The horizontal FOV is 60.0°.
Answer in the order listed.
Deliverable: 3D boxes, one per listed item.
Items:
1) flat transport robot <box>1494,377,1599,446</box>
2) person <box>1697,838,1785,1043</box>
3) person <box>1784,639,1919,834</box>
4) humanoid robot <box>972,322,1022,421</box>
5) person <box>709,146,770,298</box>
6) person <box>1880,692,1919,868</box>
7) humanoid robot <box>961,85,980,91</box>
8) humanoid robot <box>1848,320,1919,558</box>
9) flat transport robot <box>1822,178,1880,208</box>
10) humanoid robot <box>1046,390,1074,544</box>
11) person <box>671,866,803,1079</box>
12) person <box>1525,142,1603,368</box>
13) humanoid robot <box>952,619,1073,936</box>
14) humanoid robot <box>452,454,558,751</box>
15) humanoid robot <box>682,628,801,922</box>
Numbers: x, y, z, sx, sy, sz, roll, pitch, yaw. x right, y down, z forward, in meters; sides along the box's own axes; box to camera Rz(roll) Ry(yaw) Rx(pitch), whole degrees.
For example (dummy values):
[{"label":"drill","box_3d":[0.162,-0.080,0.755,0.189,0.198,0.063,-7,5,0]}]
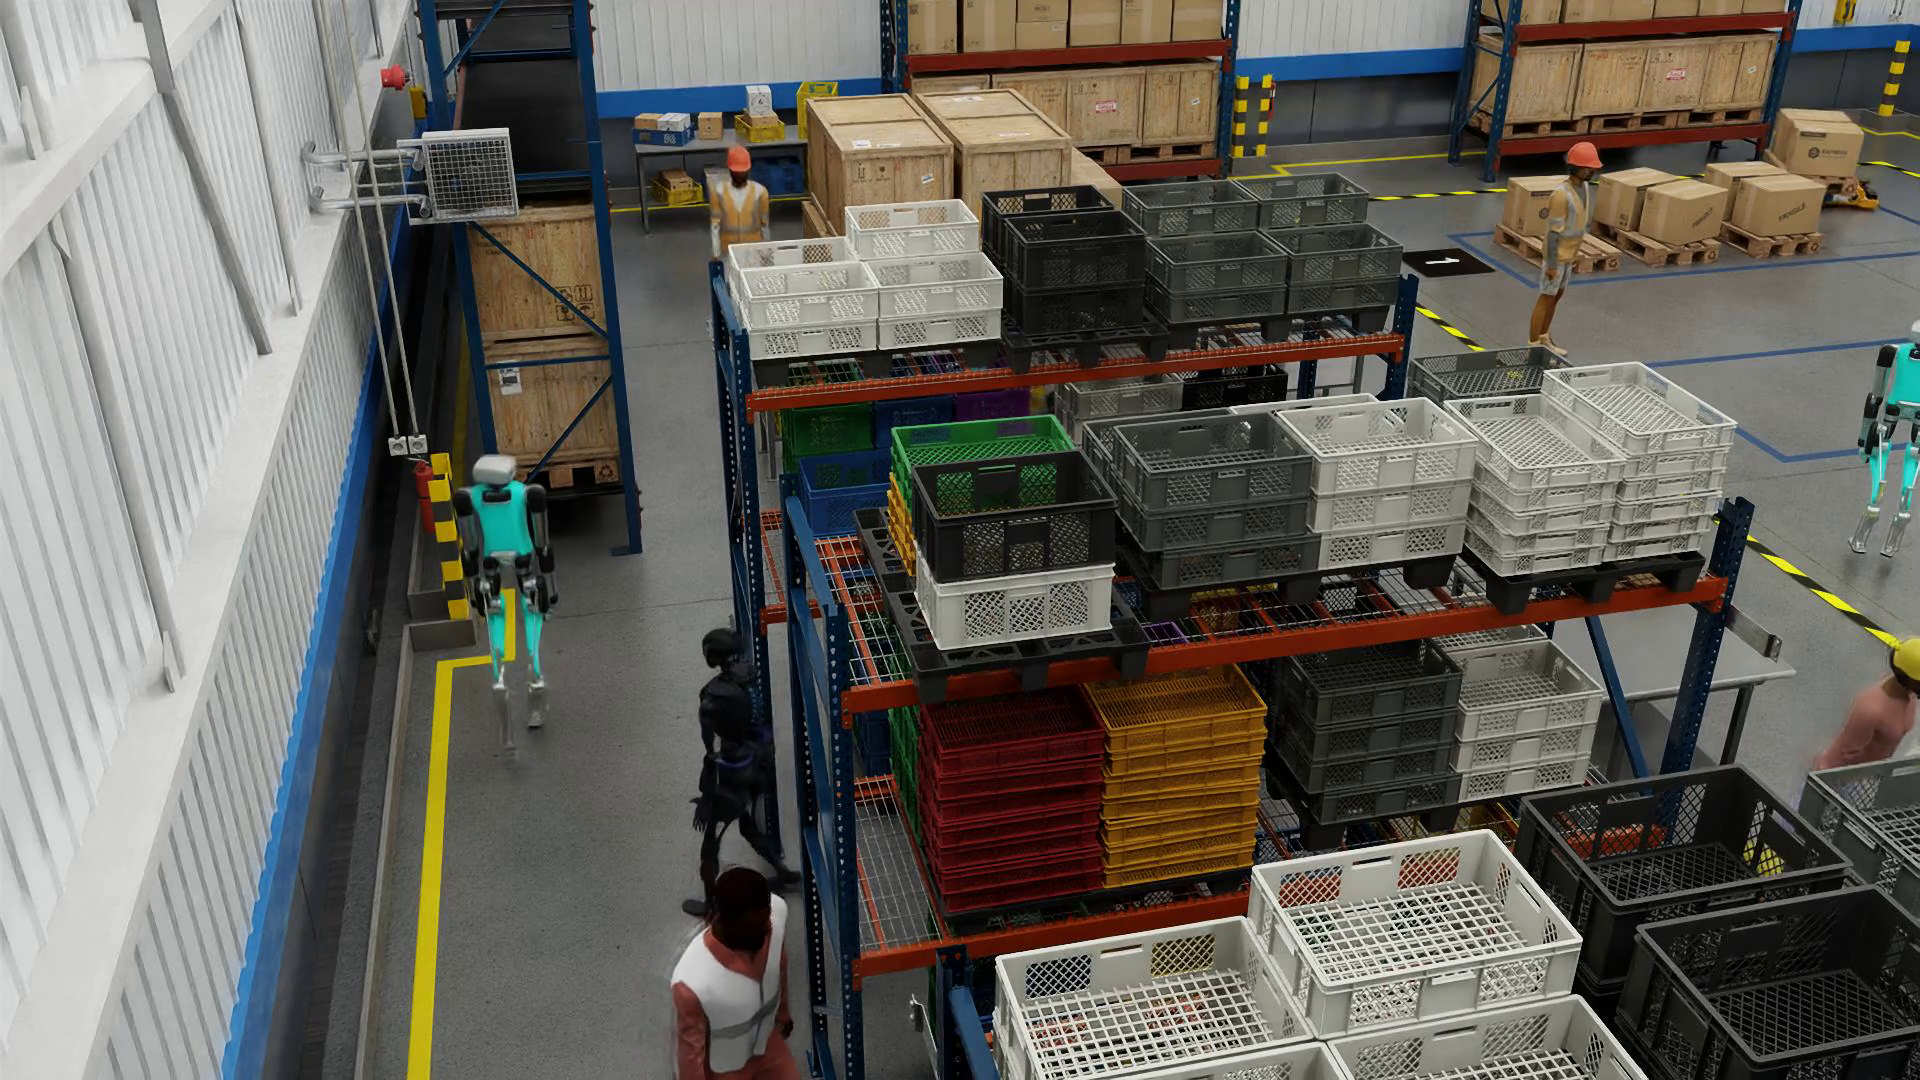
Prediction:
[{"label":"flat transport robot","box_3d":[4.780,-1.036,14.013,0.659,0.231,1.431,-6,28,-12]},{"label":"person","box_3d":[3.224,1.954,6.786,0.552,1.717,0.341,5,28,10]},{"label":"person","box_3d":[4.444,1.164,8.294,0.526,1.711,0.635,-23,36,-37]},{"label":"humanoid robot","box_3d":[0.096,-0.685,11.800,1.044,1.746,0.560,-10,29,-18]},{"label":"person","box_3d":[-2.029,-2.740,15.480,0.558,1.918,0.705,0,28,0]},{"label":"person","box_3d":[4.466,1.444,7.666,0.642,1.806,0.367,0,28,0]},{"label":"humanoid robot","box_3d":[-0.102,-4.011,18.111,0.820,1.795,0.546,-6,28,-11]},{"label":"humanoid robot","box_3d":[6.519,-0.636,11.533,0.533,1.677,0.735,13,30,23]},{"label":"flat transport robot","box_3d":[10.230,-4.228,20.038,1.431,0.197,0.652,5,28,10]},{"label":"humanoid robot","box_3d":[0.567,-0.197,10.909,0.496,1.634,0.600,-13,31,-24]},{"label":"person","box_3d":[-0.851,2.003,6.496,0.461,1.892,0.636,18,33,31]},{"label":"person","box_3d":[5.469,-2.585,15.050,0.387,2.045,0.605,21,34,34]},{"label":"humanoid robot","box_3d":[0.248,1.289,8.065,0.911,1.798,0.562,-17,32,-29]},{"label":"humanoid robot","box_3d":[-2.622,0.420,9.648,0.532,1.773,0.719,-2,28,-4]},{"label":"humanoid robot","box_3d":[-1.138,1.156,8.365,0.511,1.627,0.599,10,29,18]}]
